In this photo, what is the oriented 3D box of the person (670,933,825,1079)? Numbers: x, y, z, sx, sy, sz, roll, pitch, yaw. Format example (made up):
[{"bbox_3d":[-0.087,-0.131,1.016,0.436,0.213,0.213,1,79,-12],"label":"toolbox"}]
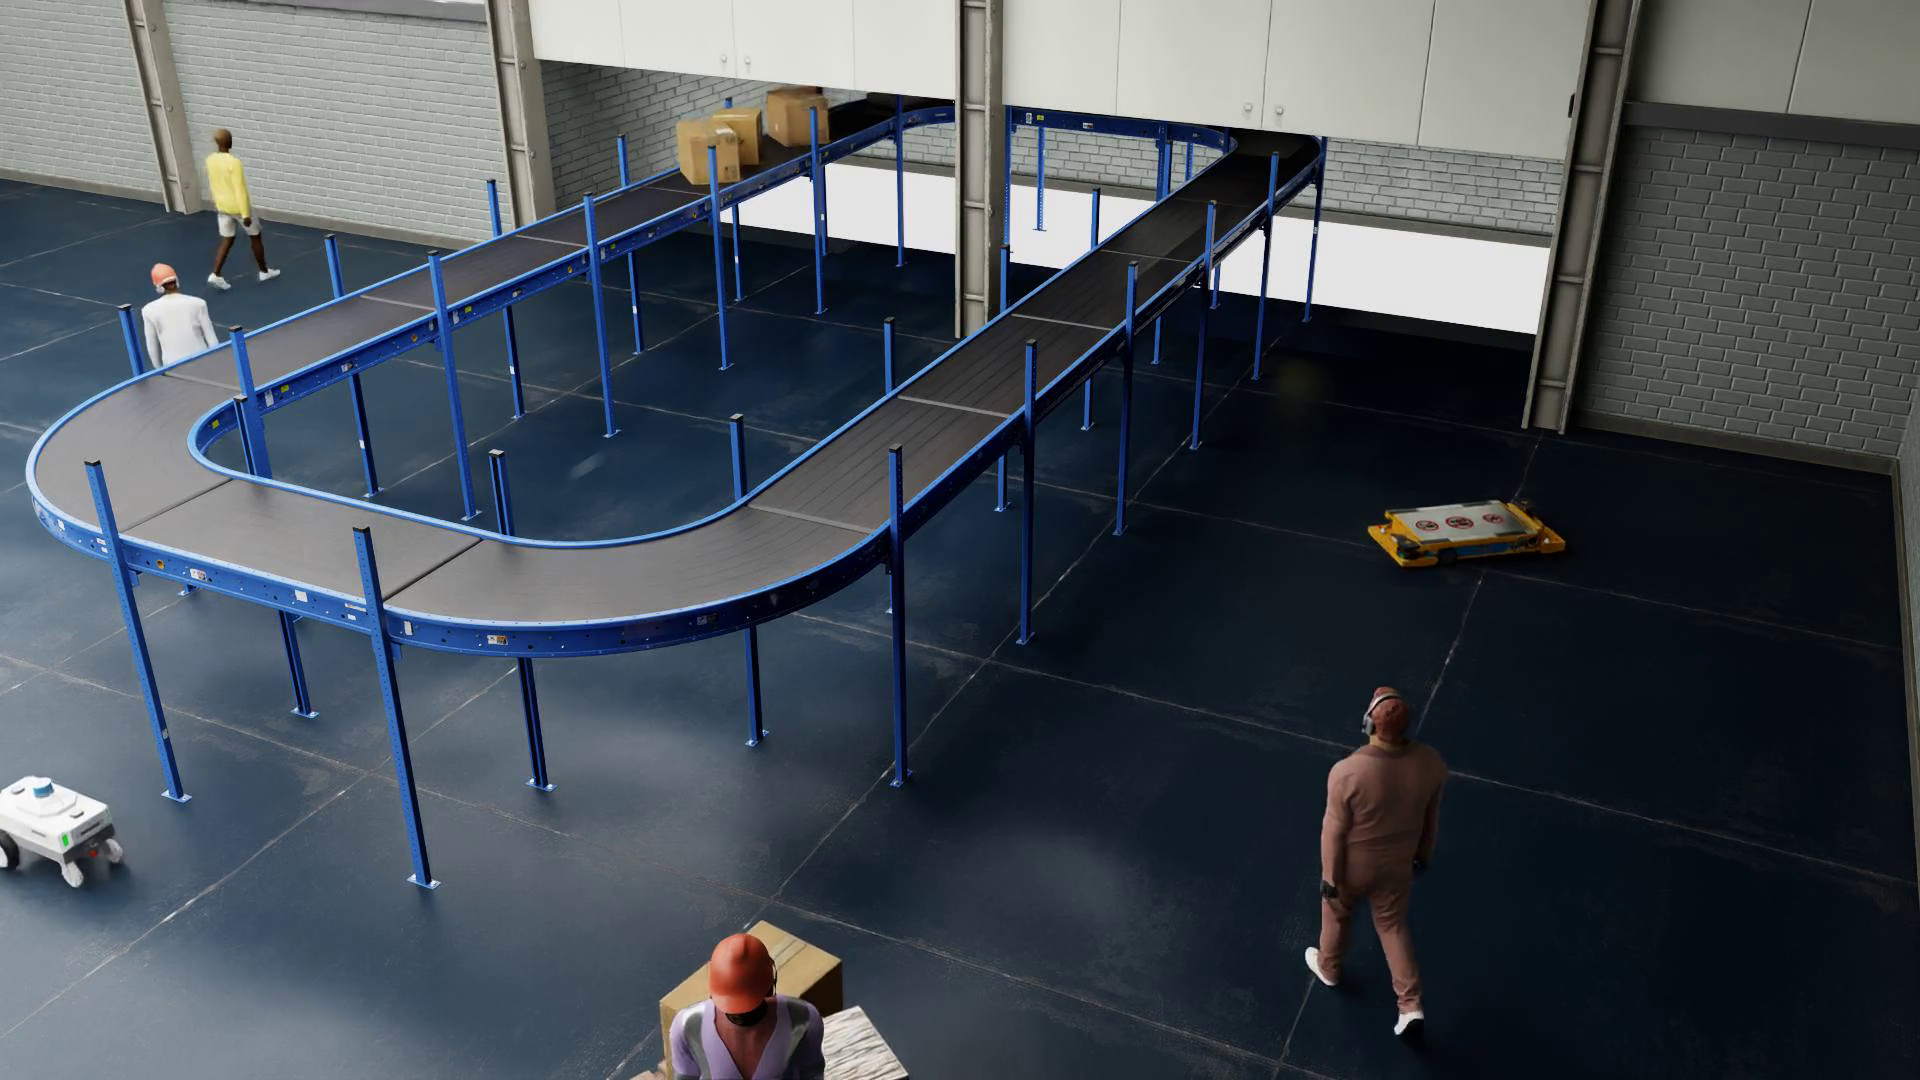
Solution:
[{"bbox_3d":[-0.823,2.405,6.639,0.605,2.044,0.369,-4,27,-7],"label":"person"}]

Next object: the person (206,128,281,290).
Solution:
[{"bbox_3d":[-8.561,-3.884,19.510,0.554,1.865,0.929,11,28,21],"label":"person"}]

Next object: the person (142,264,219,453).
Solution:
[{"bbox_3d":[-7.082,-1.667,15.222,0.600,1.703,0.865,-16,31,-29],"label":"person"}]

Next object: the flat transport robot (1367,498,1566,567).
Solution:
[{"bbox_3d":[4.136,-0.056,13.590,1.431,0.231,0.659,-6,27,-11],"label":"flat transport robot"}]

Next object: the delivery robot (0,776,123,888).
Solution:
[{"bbox_3d":[-5.349,1.677,9.792,0.813,0.610,0.499,13,29,24],"label":"delivery robot"}]

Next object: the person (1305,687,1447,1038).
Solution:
[{"bbox_3d":[2.122,1.634,8.383,0.653,1.877,0.842,-6,27,-13],"label":"person"}]

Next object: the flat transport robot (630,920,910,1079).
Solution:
[{"bbox_3d":[-0.822,2.859,7.716,1.431,0.231,0.659,-20,33,-35],"label":"flat transport robot"}]
